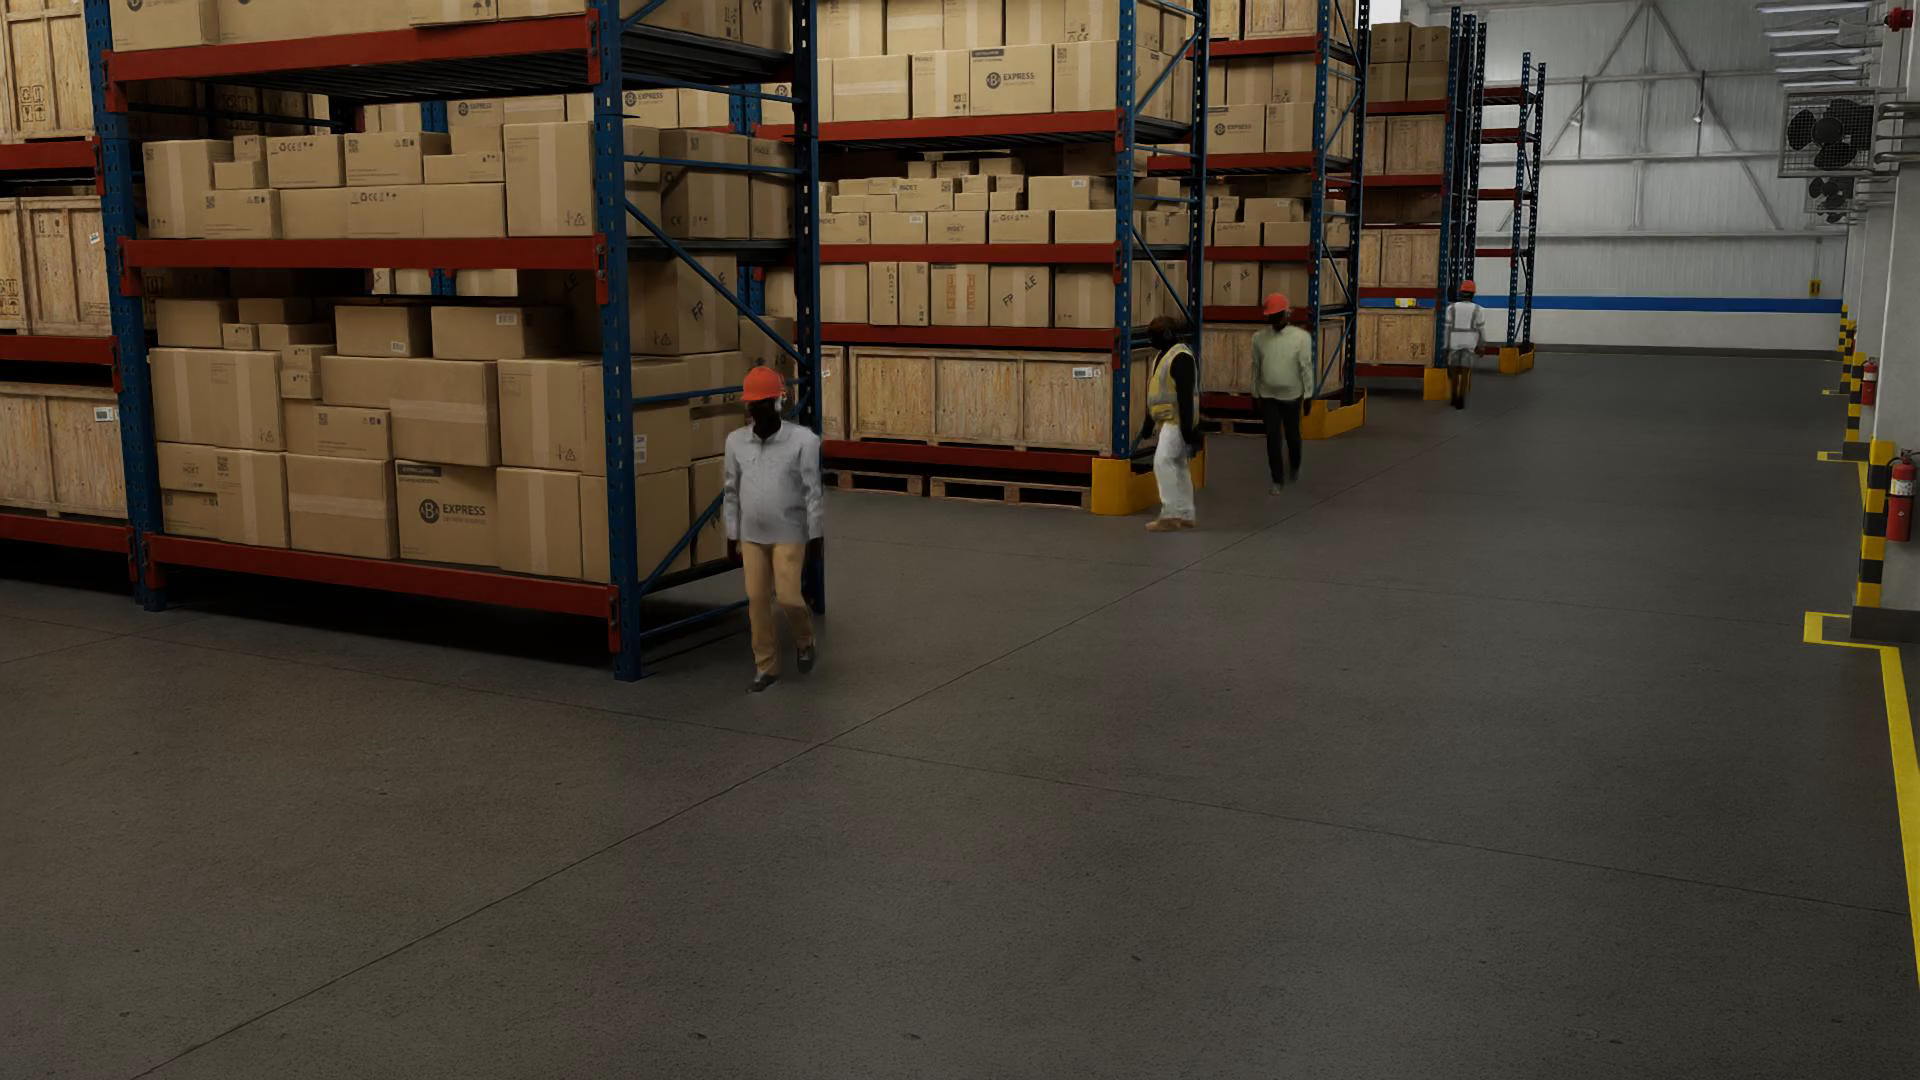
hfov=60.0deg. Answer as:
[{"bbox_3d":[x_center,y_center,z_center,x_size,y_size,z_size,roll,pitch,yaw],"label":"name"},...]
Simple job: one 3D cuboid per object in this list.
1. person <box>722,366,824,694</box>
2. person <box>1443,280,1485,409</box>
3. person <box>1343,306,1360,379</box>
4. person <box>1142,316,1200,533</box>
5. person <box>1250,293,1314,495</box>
[{"bbox_3d":[-0.991,-0.059,8.864,0.583,1.740,0.452,3,10,17],"label":"person"},{"bbox_3d":[7.614,-2.937,25.054,0.582,1.908,0.832,4,11,24],"label":"person"},{"bbox_3d":[7.162,-3.749,30.599,0.517,1.624,0.428,-8,13,-40],"label":"person"},{"bbox_3d":[1.738,-0.974,14.026,0.601,1.812,0.657,-1,10,-6],"label":"person"},{"bbox_3d":[3.148,-1.430,16.212,0.620,1.960,0.668,4,11,24],"label":"person"}]
